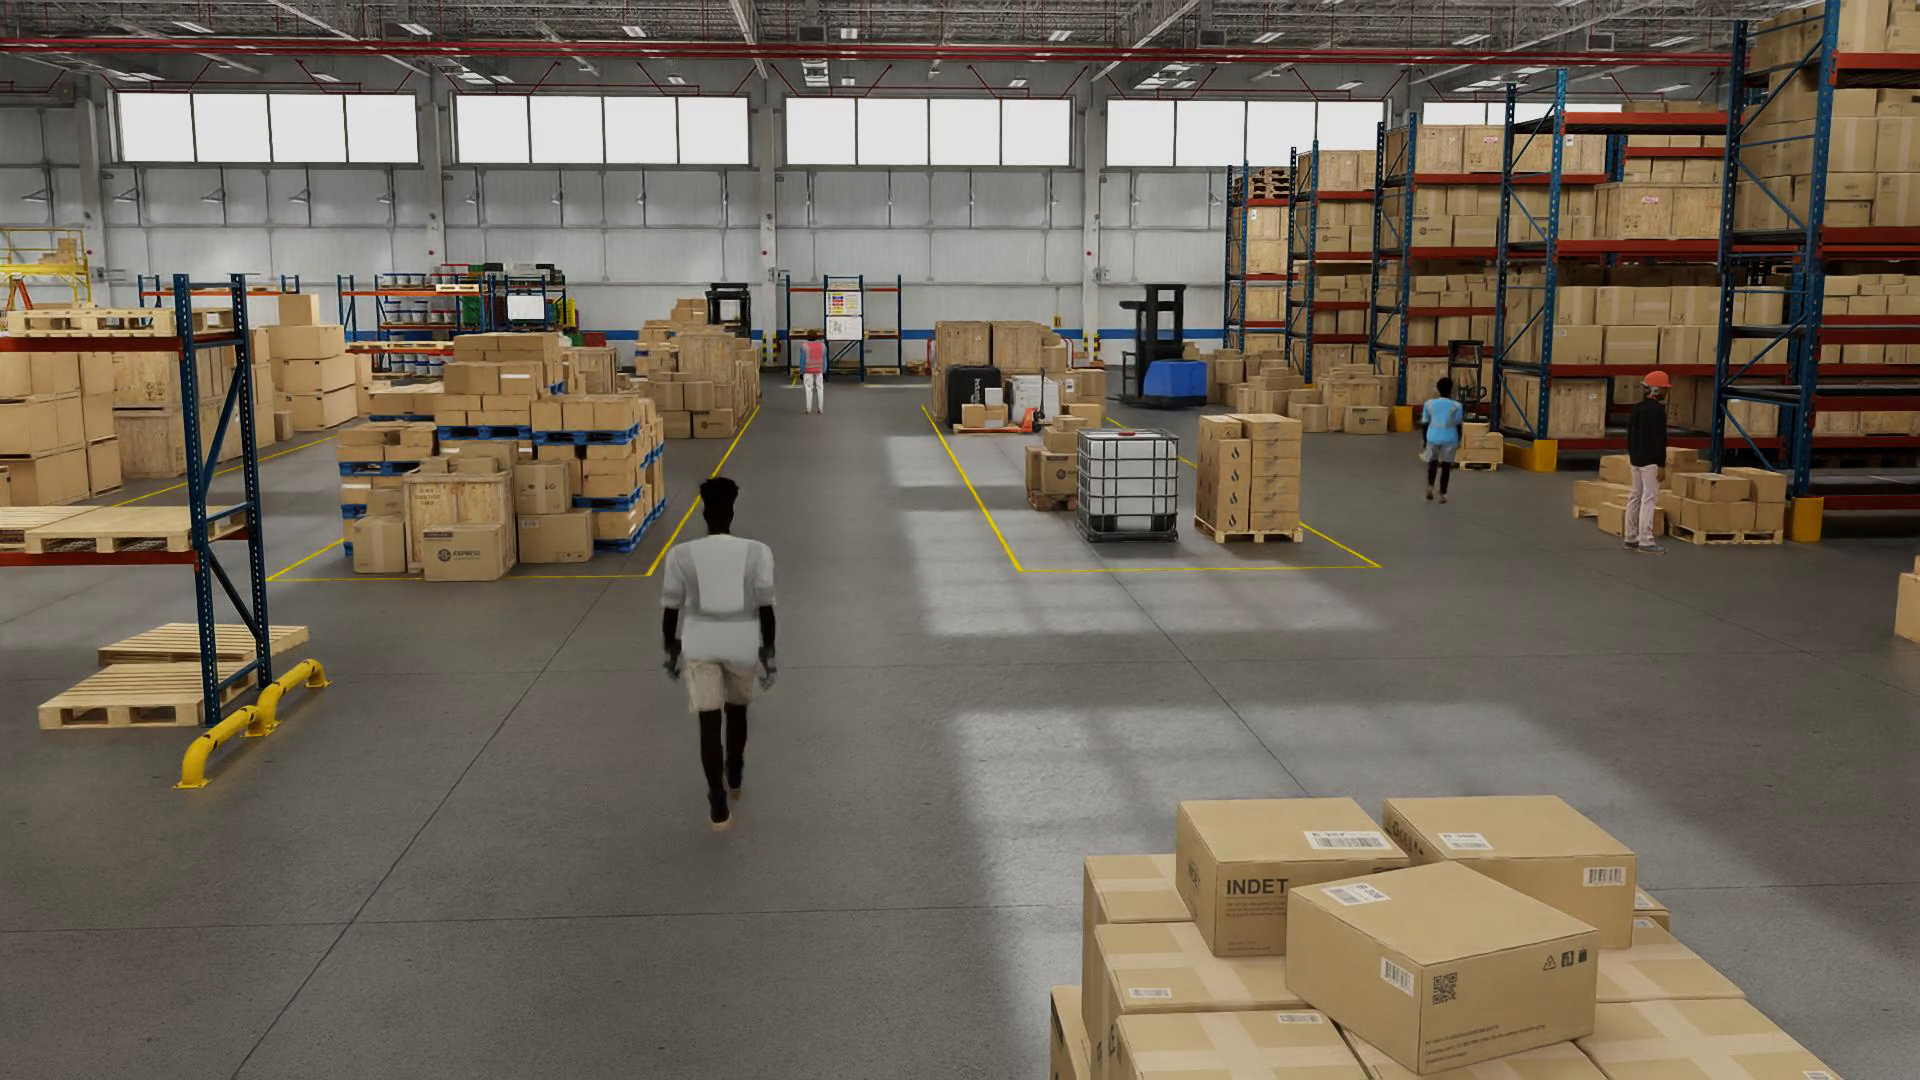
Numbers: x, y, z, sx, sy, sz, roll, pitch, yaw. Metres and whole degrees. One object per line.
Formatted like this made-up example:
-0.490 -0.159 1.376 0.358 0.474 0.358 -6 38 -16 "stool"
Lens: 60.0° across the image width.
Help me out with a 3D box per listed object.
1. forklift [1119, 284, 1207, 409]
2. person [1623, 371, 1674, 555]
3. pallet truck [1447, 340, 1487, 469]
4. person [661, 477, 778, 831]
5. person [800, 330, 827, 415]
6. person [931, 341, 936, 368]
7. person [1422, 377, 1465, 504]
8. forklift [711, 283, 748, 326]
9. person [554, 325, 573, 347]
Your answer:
4.670 -4.435 37.881 1.129 2.768 1.873 -6 11 -32 "forklift"
7.501 -0.843 18.099 0.388 1.990 0.622 -1 9 -8 "person"
8.004 -2.170 26.422 0.823 1.965 1.885 2 9 14 "pallet truck"
-1.349 0.596 9.317 0.625 1.911 0.996 -2 9 -11 "person"
-3.202 -3.646 36.167 0.633 1.845 0.429 -5 10 -27 "person"
-0.363 -3.925 37.760 0.555 1.890 0.970 1 9 6 "person"
6.421 -1.326 22.094 0.542 1.683 0.439 5 10 28 "person"
-5.891 -5.210 42.746 1.129 2.768 1.873 -1 9 -4 "forklift"
-9.253 -4.042 38.539 0.703 1.893 0.663 9 13 44 "person"
